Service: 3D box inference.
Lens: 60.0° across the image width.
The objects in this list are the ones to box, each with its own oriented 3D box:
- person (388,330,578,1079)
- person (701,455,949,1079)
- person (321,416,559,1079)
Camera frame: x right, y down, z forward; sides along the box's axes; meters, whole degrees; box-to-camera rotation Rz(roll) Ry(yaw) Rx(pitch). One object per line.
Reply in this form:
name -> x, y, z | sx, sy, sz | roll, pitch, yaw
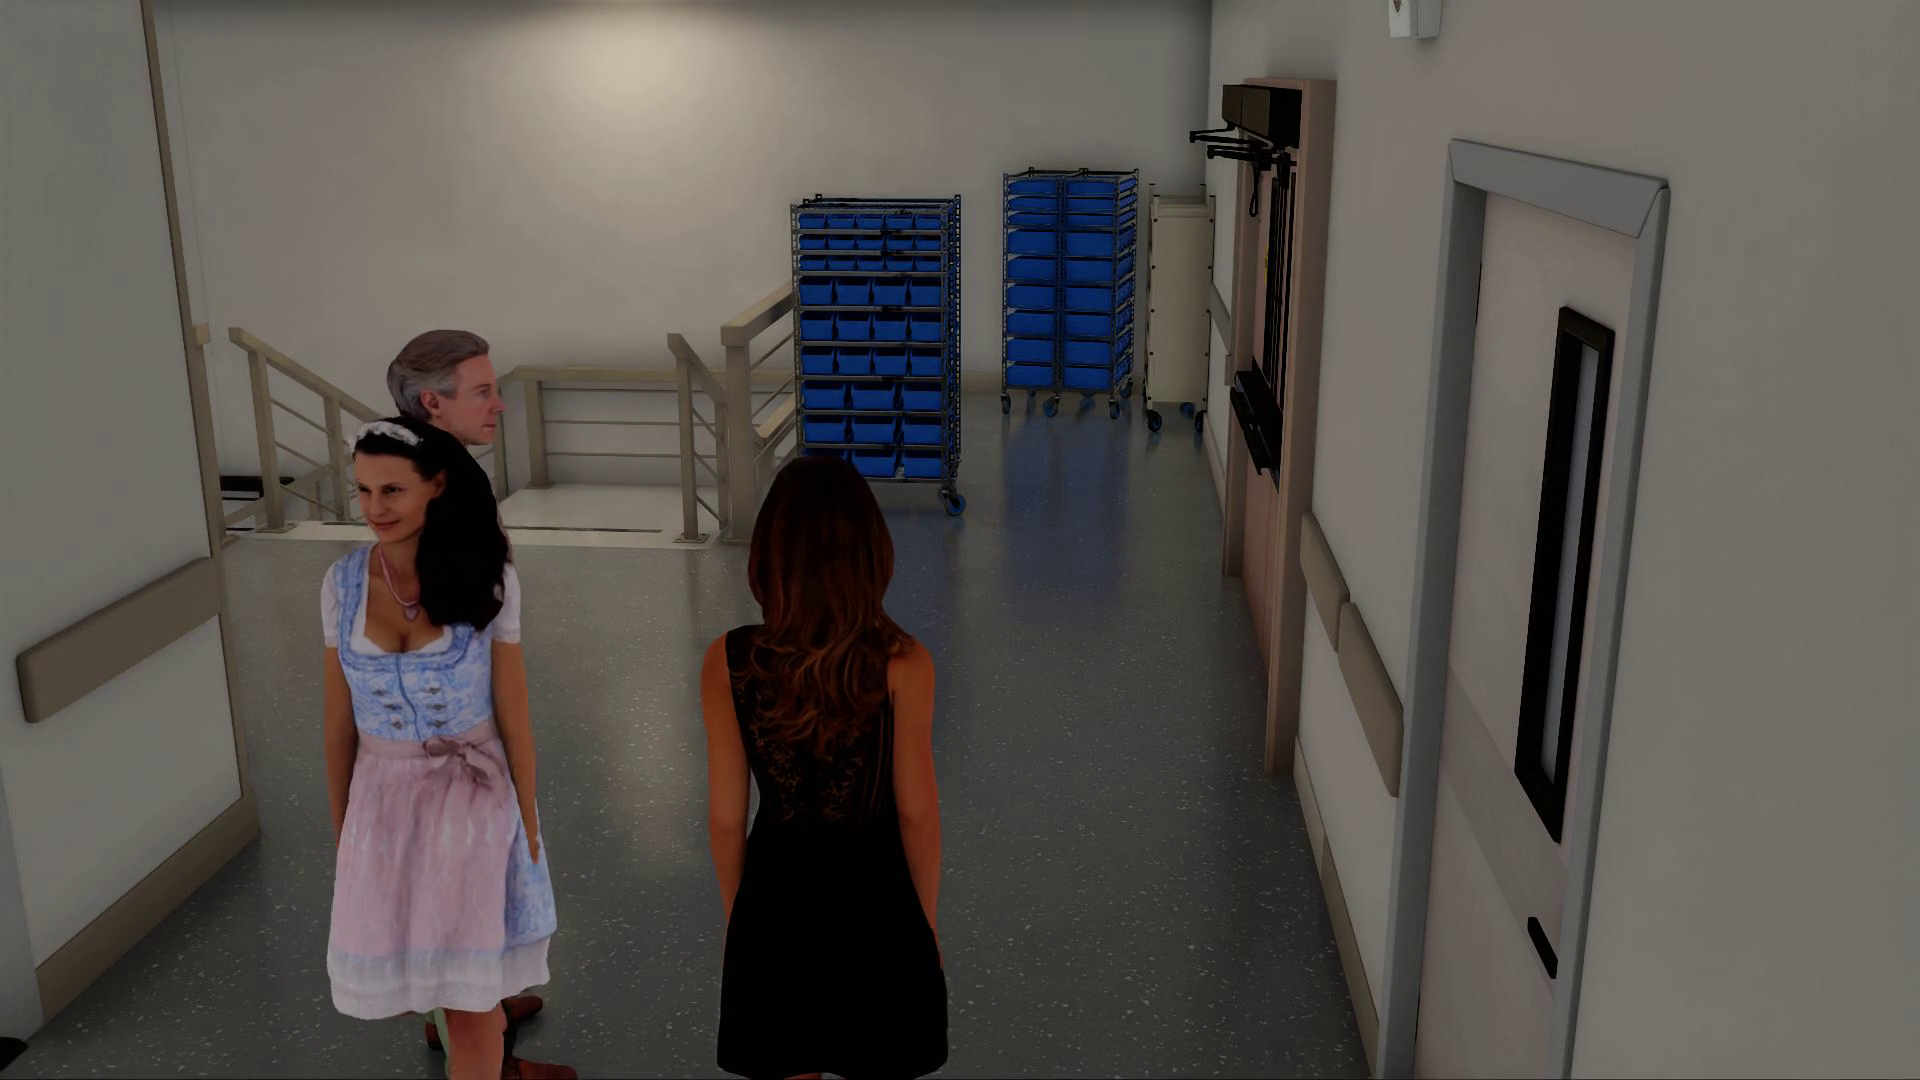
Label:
person -> -1.222, 0.429, 4.021 | 0.829, 1.869, 0.704 | -7, 17, -24
person -> -0.239, 0.745, 2.968 | 0.570, 1.834, 0.514 | 1, 16, 4
person -> -1.076, 0.613, 3.504 | 0.729, 1.797, 0.986 | -1, 16, -3
